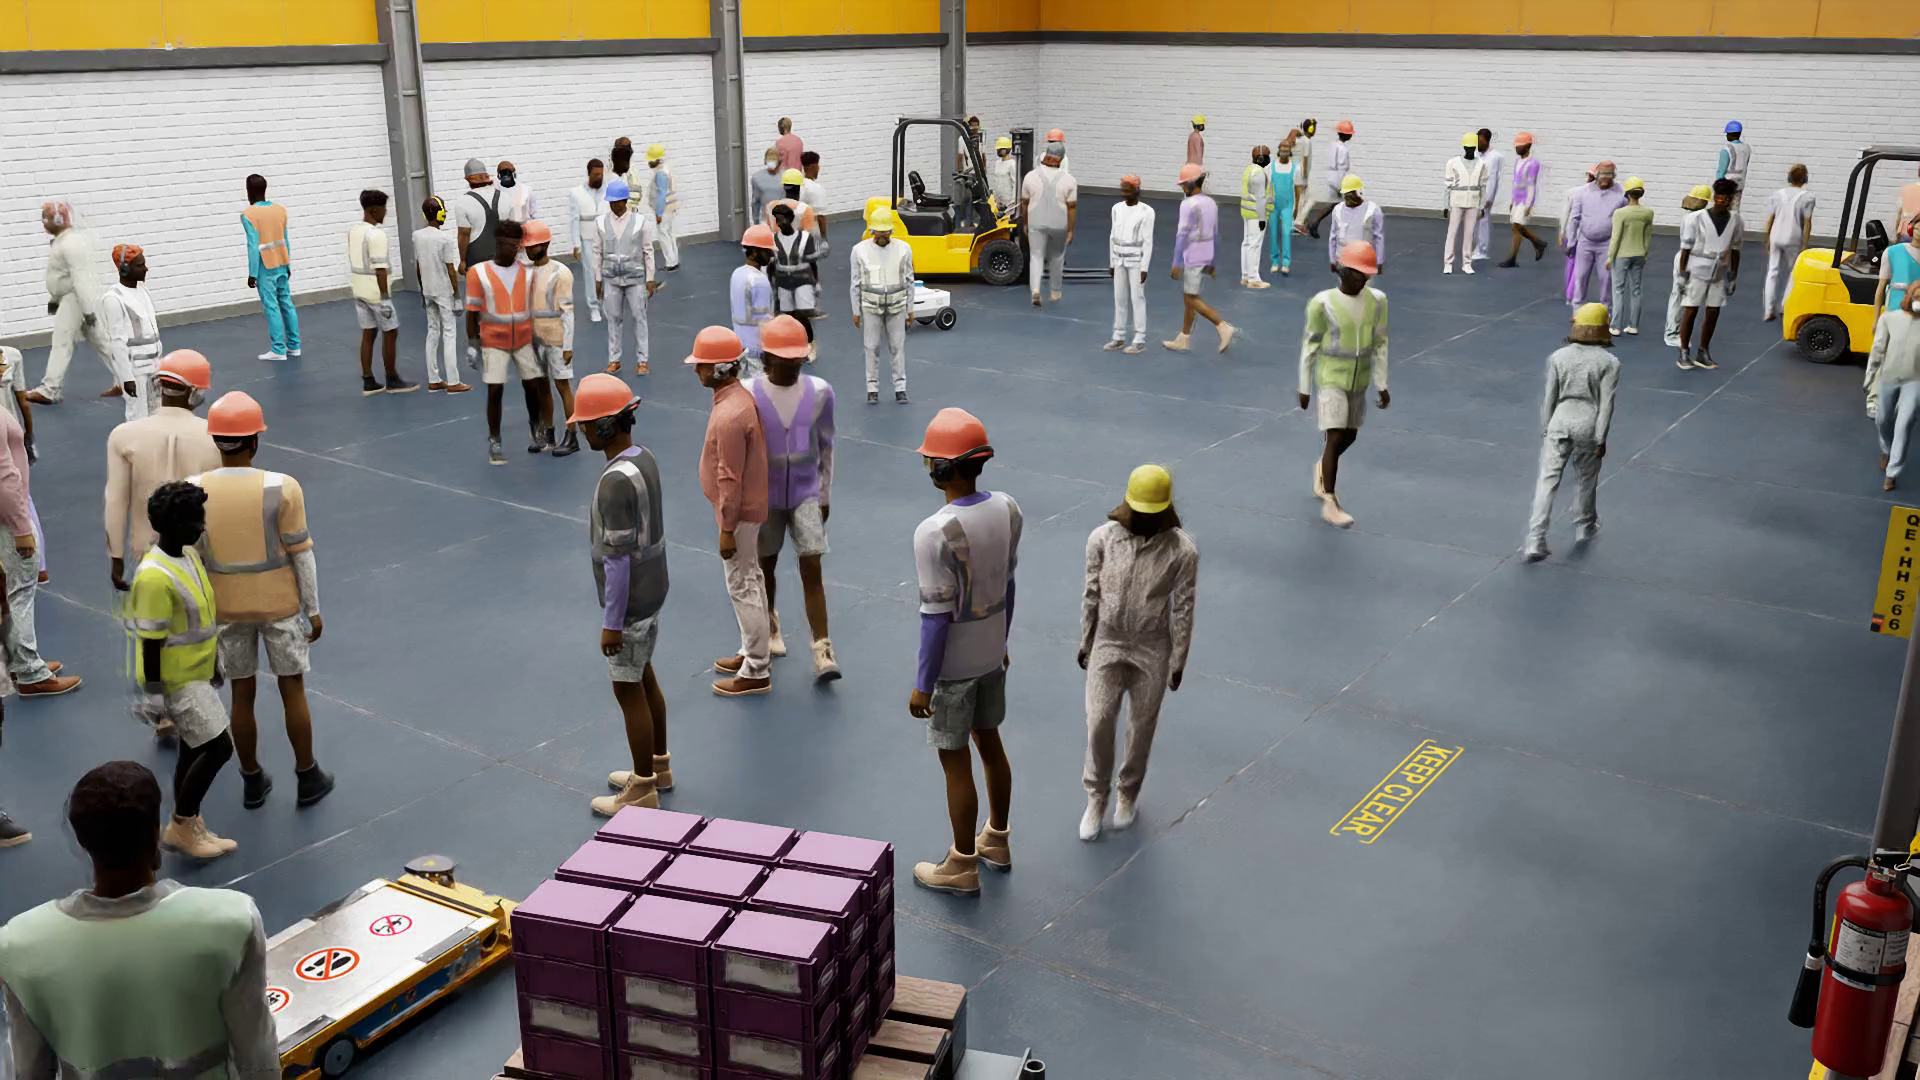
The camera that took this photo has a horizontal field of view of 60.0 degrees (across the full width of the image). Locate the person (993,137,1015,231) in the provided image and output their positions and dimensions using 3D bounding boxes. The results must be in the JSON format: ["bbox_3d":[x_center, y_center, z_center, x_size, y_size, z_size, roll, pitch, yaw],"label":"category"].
[{"bbox_3d":[0.639,-4.968,24.241,0.311,1.768,0.533,-12,21,-32],"label":"person"}]

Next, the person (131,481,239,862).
[{"bbox_3d":[-3.279,0.576,7.046,0.372,1.665,0.577,-3,18,-10],"label":"person"}]

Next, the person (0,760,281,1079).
[{"bbox_3d":[-1.941,1.439,4.010,0.599,1.890,0.910,-4,18,-13],"label":"person"}]

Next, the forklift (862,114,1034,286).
[{"bbox_3d":[-0.171,-4.594,22.377,2.313,2.155,1.214,1,18,3],"label":"forklift"}]

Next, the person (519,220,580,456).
[{"bbox_3d":[-3.385,-1.643,13.583,0.549,1.930,0.386,10,20,30],"label":"person"}]

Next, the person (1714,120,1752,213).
[{"bbox_3d":[11.622,-5.343,25.138,0.604,1.939,0.416,-9,20,-26],"label":"person"}]

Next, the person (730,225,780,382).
[{"bbox_3d":[-1.607,-1.532,13.227,0.384,1.930,0.547,-11,21,-30],"label":"person"}]

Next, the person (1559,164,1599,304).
[{"bbox_3d":[7.797,-3.817,20.743,0.566,1.696,0.790,13,22,35],"label":"person"}]

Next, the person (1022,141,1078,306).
[{"bbox_3d":[1.107,-3.930,20.550,0.691,2.000,0.867,2,18,7],"label":"person"}]

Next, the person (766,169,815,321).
[{"bbox_3d":[-1.804,-3.019,17.906,0.582,1.919,0.394,8,19,24],"label":"person"}]

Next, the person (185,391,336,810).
[{"bbox_3d":[-3.183,0.283,7.540,0.551,1.934,0.373,-3,18,-8],"label":"person"}]

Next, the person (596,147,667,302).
[{"bbox_3d":[-4.219,-3.937,20.781,1.032,1.899,0.605,-5,18,-15],"label":"person"}]

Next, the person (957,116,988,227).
[{"bbox_3d":[0.205,-6.055,27.501,0.533,1.858,0.345,-9,20,-25],"label":"person"}]

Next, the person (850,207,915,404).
[{"bbox_3d":[-0.707,-2.157,15.365,0.598,1.820,0.403,-3,18,-9],"label":"person"}]

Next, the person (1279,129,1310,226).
[{"bbox_3d":[5.632,-6.079,27.962,0.530,1.598,0.787,-7,19,-21],"label":"person"}]

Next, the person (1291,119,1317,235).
[{"bbox_3d":[5.580,-5.866,26.915,0.466,1.844,0.549,-2,18,-5],"label":"person"}]

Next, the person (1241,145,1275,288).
[{"bbox_3d":[3.909,-4.247,21.863,0.430,1.845,0.619,-2,18,-5],"label":"person"}]

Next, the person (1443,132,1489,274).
[{"bbox_3d":[6.972,-4.643,22.963,0.590,1.927,0.367,0,18,1],"label":"person"}]

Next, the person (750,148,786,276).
[{"bbox_3d":[-2.330,-3.977,20.952,0.660,1.880,1.035,2,18,7],"label":"person"}]

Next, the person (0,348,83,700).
[{"bbox_3d":[-5.032,-0.111,8.770,0.372,1.940,0.632,-16,24,-40],"label":"person"}]

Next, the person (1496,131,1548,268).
[{"bbox_3d":[8.043,-4.818,23.556,0.770,1.909,0.547,-4,18,-13],"label":"person"}]

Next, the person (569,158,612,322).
[{"bbox_3d":[-4.214,-3.461,19.320,0.609,1.894,0.639,-8,19,-23],"label":"person"}]

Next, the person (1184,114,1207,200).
[{"bbox_3d":[4.167,-6.596,29.334,0.328,1.767,0.531,-4,18,-11],"label":"person"}]

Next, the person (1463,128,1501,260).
[{"bbox_3d":[7.629,-5.036,24.250,0.445,1.895,0.599,-6,19,-18],"label":"person"}]

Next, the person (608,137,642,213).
[{"bbox_3d":[-4.652,-4.691,23.249,0.429,1.846,0.625,2,18,7],"label":"person"}]

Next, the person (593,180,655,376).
[{"bbox_3d":[-3.336,-2.595,16.528,0.608,1.943,0.402,1,18,4],"label":"person"}]

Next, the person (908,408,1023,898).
[{"bbox_3d":[-0.009,0.465,6.799,0.393,2.041,0.613,13,22,34],"label":"person"}]

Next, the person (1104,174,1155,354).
[{"bbox_3d":[1.800,-2.932,17.691,0.366,1.881,0.575,-16,24,-41],"label":"person"}]

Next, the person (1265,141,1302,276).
[{"bbox_3d":[4.389,-4.542,22.842,0.519,1.814,0.810,5,18,15],"label":"person"}]

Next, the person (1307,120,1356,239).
[{"bbox_3d":[5.938,-5.637,26.132,0.800,1.891,0.571,-3,18,-10],"label":"person"}]

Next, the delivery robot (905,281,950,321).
[{"bbox_3d":[-0.472,-2.715,18.999,0.707,0.478,0.477,-12,21,-33],"label":"delivery robot"}]

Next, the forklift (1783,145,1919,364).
[{"bbox_3d":[9.803,-2.879,17.013,2.313,2.155,1.214,12,21,33],"label":"forklift"}]
